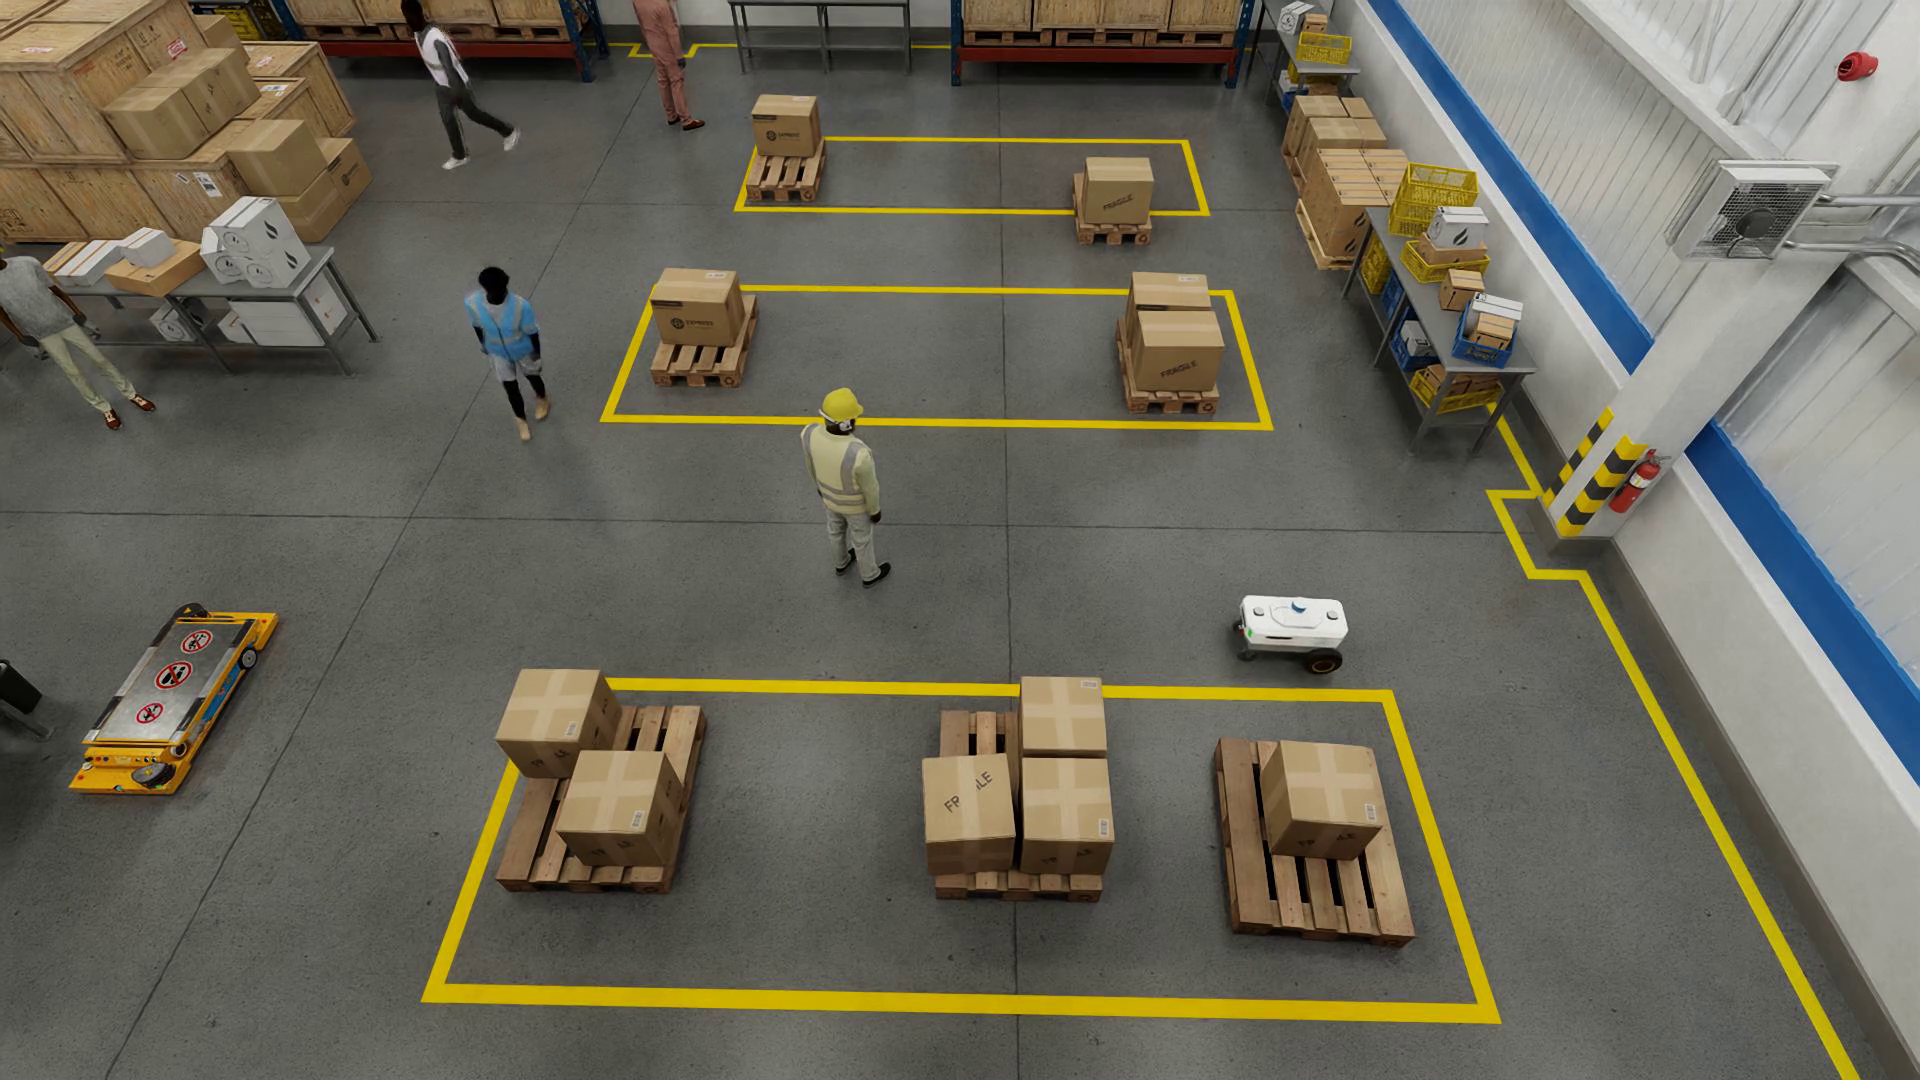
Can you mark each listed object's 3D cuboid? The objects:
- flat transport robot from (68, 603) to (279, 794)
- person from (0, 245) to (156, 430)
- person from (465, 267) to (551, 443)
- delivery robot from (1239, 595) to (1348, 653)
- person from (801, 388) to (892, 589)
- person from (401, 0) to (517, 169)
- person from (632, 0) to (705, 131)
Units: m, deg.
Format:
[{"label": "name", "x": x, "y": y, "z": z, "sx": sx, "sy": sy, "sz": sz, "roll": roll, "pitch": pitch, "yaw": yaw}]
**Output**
[{"label": "flat transport robot", "x": -5.504, "y": 1.072, "z": 6.442, "sx": 0.652, "sy": 0.197, "sz": 1.431, "roll": 1, "pitch": 50, "yaw": 1}, {"label": "person", "x": -7.712, "y": -1.782, "z": 7.824, "sx": 0.328, "sy": 1.861, "sz": 0.515, "roll": 30, "pitch": 56, "yaw": 23}, {"label": "person", "x": -3.797, "y": -1.587, "z": 7.784, "sx": 0.585, "sy": 1.652, "sz": 0.648, "roll": -8, "pitch": 50, "yaw": -7}, {"label": "delivery robot", "x": 2.387, "y": 0.591, "z": 6.605, "sx": 0.707, "sy": 0.478, "sz": 0.477, "roll": 3, "pitch": 50, "yaw": 2}, {"label": "person", "x": -0.807, "y": -0.343, "z": 6.631, "sx": 0.590, "sy": 1.821, "sz": 0.404, "roll": 28, "pitch": 55, "yaw": 22}, {"label": "person", "x": -6.046, "y": -5.486, "z": 10.951, "sx": 0.596, "sy": 1.879, "sz": 0.948, "roll": 34, "pitch": 58, "yaw": 25}, {"label": "person", "x": -3.678, "y": -6.165, "z": 11.506, "sx": 0.639, "sy": 1.902, "sz": 0.407, "roll": 32, "pitch": 57, "yaw": 24}]
